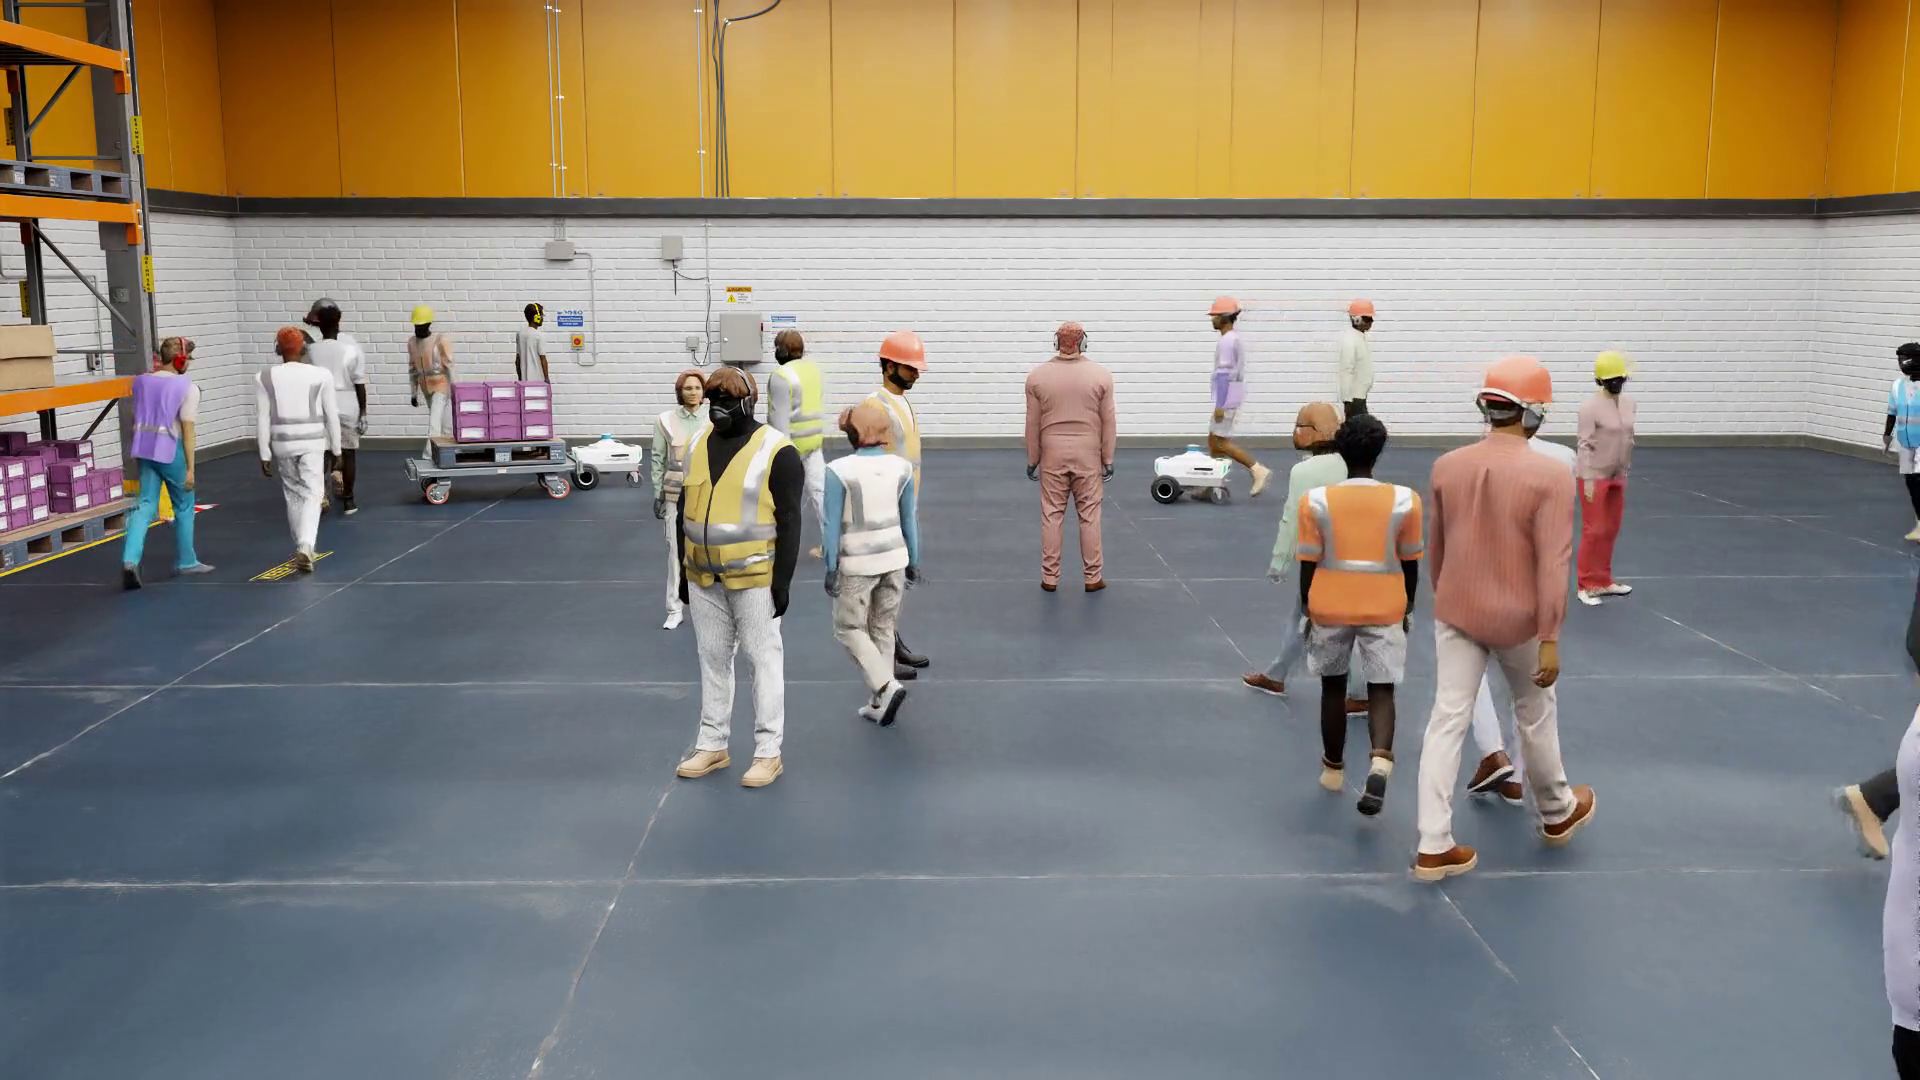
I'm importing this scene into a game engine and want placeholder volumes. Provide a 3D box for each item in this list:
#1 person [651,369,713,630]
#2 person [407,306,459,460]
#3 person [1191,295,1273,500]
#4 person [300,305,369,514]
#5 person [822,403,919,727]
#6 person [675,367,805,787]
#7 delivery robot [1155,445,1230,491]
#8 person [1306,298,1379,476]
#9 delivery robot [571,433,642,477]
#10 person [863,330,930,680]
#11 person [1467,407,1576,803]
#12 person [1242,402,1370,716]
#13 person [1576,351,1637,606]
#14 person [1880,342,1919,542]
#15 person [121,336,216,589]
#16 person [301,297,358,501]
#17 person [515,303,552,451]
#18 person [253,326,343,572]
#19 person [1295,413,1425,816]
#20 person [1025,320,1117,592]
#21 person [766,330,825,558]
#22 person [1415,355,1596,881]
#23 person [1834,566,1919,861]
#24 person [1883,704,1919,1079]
[{"bbox_3d":[-1.682,-0.255,10.489,0.521,1.645,0.306,-1,9,-5],"label":"person"},{"bbox_3d":[-5.884,-1.664,18.477,0.683,1.853,1.019,5,11,28],"label":"person"},{"bbox_3d":[2.640,-1.357,16.107,0.692,2.017,0.619,2,9,12],"label":"person"},{"bbox_3d":[-5.731,-1.167,15.180,0.614,1.947,0.711,-2,9,-11],"label":"person"},{"bbox_3d":[-0.401,0.139,8.118,0.540,1.619,0.489,-7,11,-35],"label":"person"},{"bbox_3d":[-0.996,0.161,7.338,0.626,1.844,0.429,4,10,25],"label":"person"},{"bbox_3d":[2.262,-0.681,16.146,0.707,0.478,0.477,2,10,15],"label":"delivery robot"},{"bbox_3d":[4.002,-1.497,17.133,0.817,1.974,0.618,4,10,23],"label":"person"},{"bbox_3d":[-3.661,-0.862,17.255,0.707,0.478,0.477,-3,10,-16],"label":"delivery robot"},{"bbox_3d":[-0.348,-0.198,9.271,0.373,1.928,0.543,2,10,15],"label":"person"},{"bbox_3d":[2.354,0.200,7.077,0.505,1.847,0.383,0,9,0],"label":"person"},{"bbox_3d":[1.826,0.087,8.554,0.852,1.583,0.516,9,13,43],"label":"person"},{"bbox_3d":[4.398,-0.420,11.250,0.689,1.723,0.405,-6,11,-32],"label":"person"},{"bbox_3d":[7.935,-0.802,13.758,0.471,1.660,0.539,-3,10,-18],"label":"person"},{"bbox_3d":[-5.754,-0.562,11.946,0.649,1.793,0.903,2,10,14],"label":"person"},{"bbox_3d":[-6.177,-1.376,16.149,0.696,2.000,0.770,-1,9,-9],"label":"person"},{"bbox_3d":[-4.993,-1.842,19.528,0.523,1.870,0.317,7,11,36],"label":"person"},{"bbox_3d":[-4.993,-0.688,12.554,0.581,1.854,0.935,-2,10,-13],"label":"person"},{"bbox_3d":[1.660,0.316,6.925,0.531,1.674,0.674,2,9,12],"label":"person"},{"bbox_3d":[0.777,-0.581,11.680,0.639,1.910,0.406,1,9,7],"label":"person"},{"bbox_3d":[-1.332,-0.744,13.048,0.970,1.788,0.659,6,11,31],"label":"person"},{"bbox_3d":[2.077,0.276,6.305,1.005,1.939,0.649,-8,12,-40],"label":"person"},{"bbox_3d":[3.478,0.406,5.884,0.505,1.827,0.612,-6,11,-34],"label":"person"},{"bbox_3d":[2.002,0.878,3.000,0.626,1.818,0.723,7,12,37],"label":"person"}]
